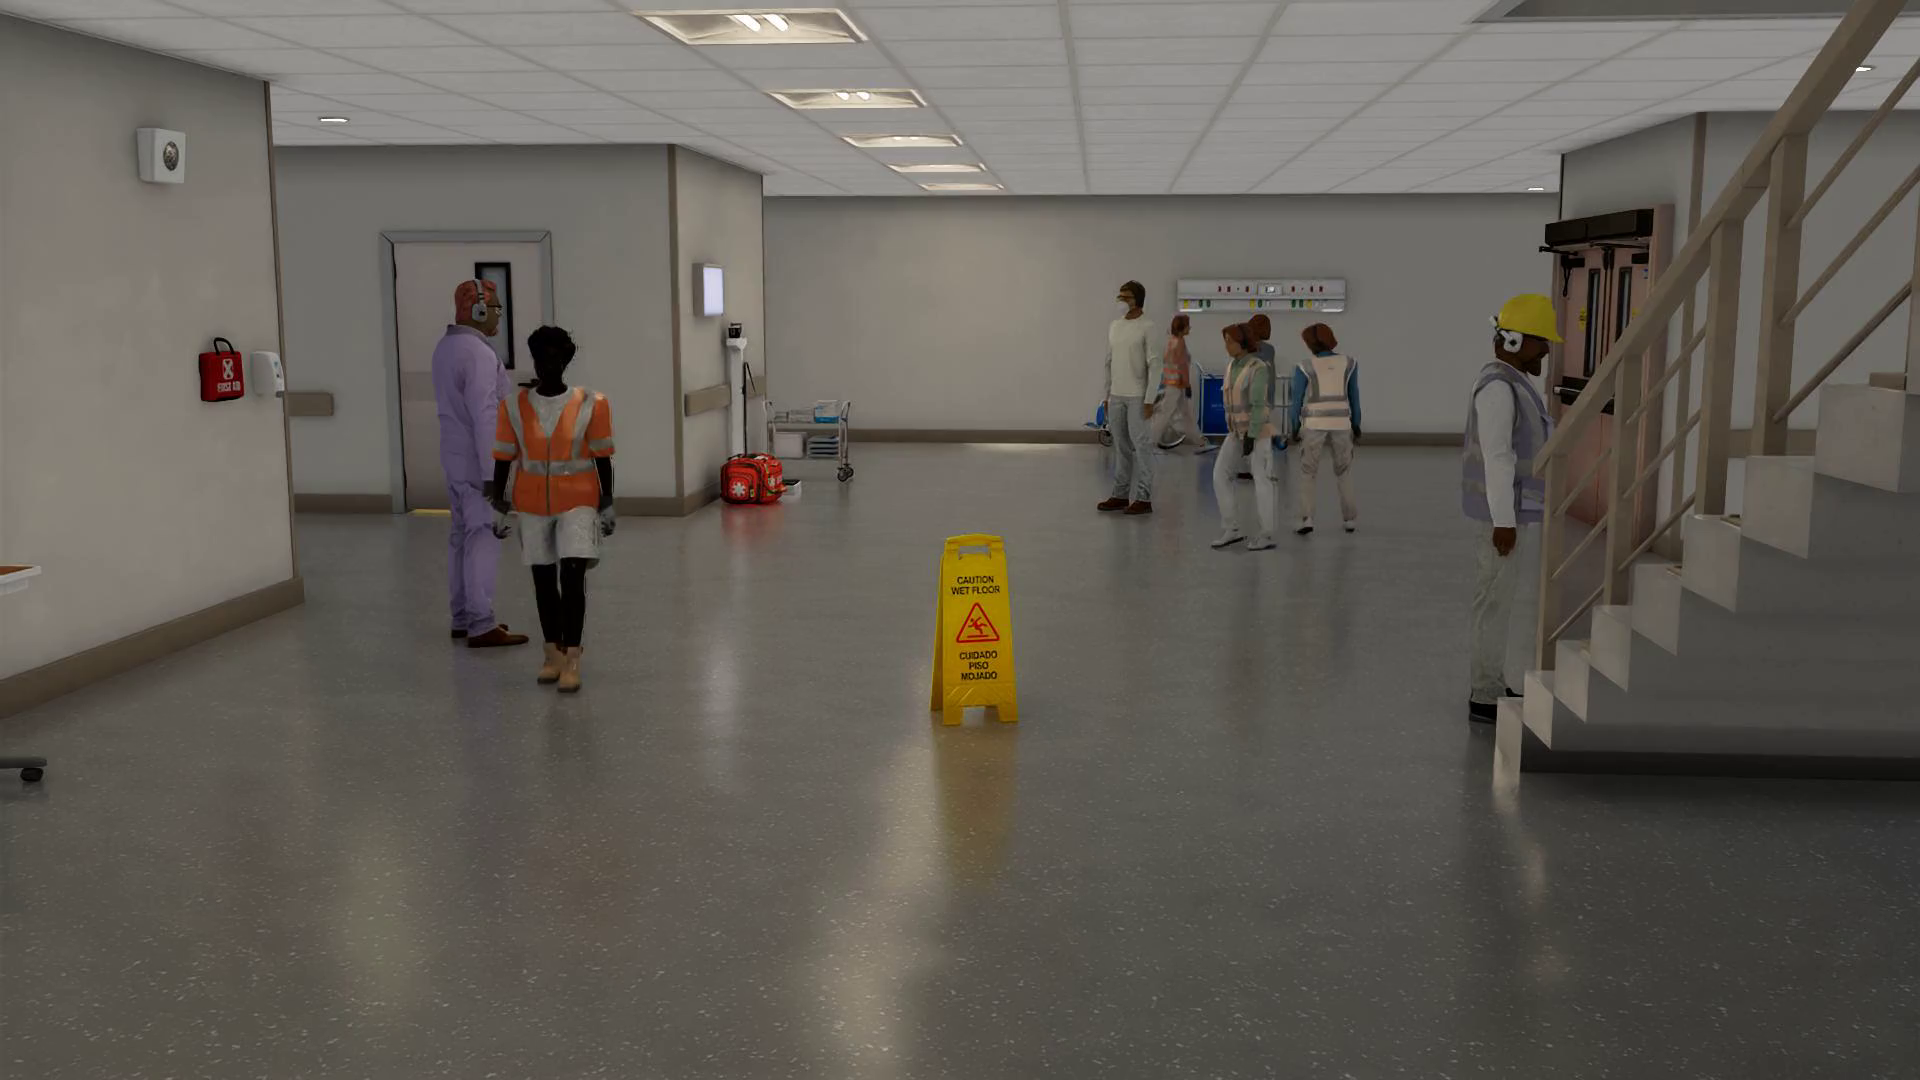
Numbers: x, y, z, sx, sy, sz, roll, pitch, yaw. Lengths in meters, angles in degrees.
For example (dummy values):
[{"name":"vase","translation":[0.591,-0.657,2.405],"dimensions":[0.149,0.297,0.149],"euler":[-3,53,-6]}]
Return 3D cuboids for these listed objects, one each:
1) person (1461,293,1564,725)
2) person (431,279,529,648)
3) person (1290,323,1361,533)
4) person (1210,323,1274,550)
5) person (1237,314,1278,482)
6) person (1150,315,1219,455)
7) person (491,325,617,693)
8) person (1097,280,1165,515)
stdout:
[{"name":"person","translation":[2.342,-0.129,7.082],"dimensions":[0.403,1.822,0.588],"euler":[3,9,21]},{"name":"person","translation":[-2.484,-0.393,8.631],"dimensions":[0.403,1.900,0.638],"euler":[-5,10,-33]},{"name":"person","translation":[2.811,-0.842,12.667],"dimensions":[0.566,1.610,0.412],"euler":[-1,8,-6]},{"name":"person","translation":[2.014,-0.728,11.803],"dimensions":[0.541,1.614,0.538],"euler":[-4,9,-26]},{"name":"person","translation":[2.891,-1.380,16.226],"dimensions":[0.287,1.631,0.501],"euler":[-5,10,-32]},{"name":"person","translation":[2.500,-1.743,18.825],"dimensions":[0.877,1.584,0.534],"euler":[0,8,1]},{"name":"person","translation":[-1.870,-0.135,7.588],"dimensions":[0.555,1.670,0.640],"euler":[0,8,0]},{"name":"person","translation":[1.423,-1.183,13.853],"dimensions":[0.372,1.940,0.632],"euler":[-6,10,-37]}]
